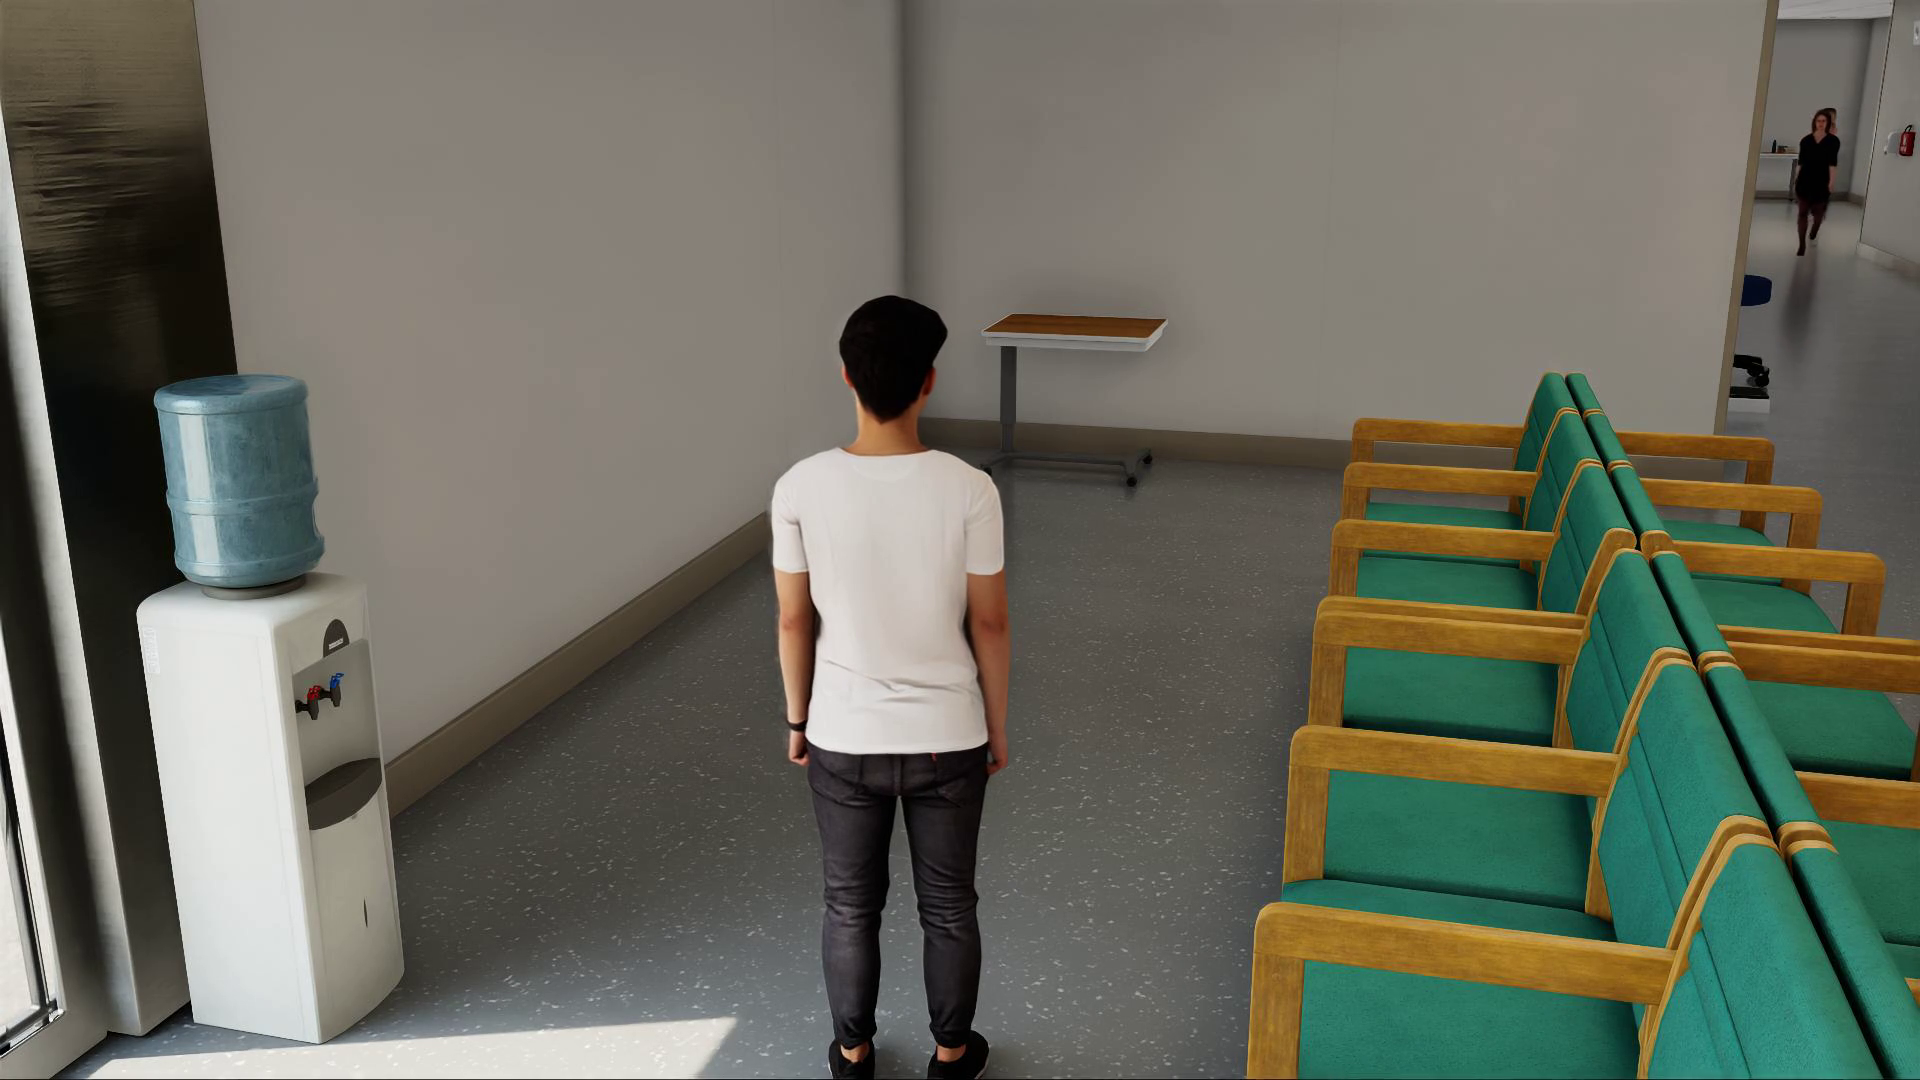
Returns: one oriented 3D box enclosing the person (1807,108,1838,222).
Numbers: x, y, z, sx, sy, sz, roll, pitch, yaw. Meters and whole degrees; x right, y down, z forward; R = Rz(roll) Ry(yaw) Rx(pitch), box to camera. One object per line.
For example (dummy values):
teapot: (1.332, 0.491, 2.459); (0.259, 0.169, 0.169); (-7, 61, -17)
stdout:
person: (12.756, -5.549, 24.571); (0.576, 1.628, 0.604); (1, 16, 4)

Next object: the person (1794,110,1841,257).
person: (10.200, -4.250, 19.857); (0.886, 1.687, 0.813); (10, 19, 32)

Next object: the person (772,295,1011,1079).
person: (-0.135, 0.358, 3.388); (0.538, 1.722, 0.723); (1, 16, 4)
